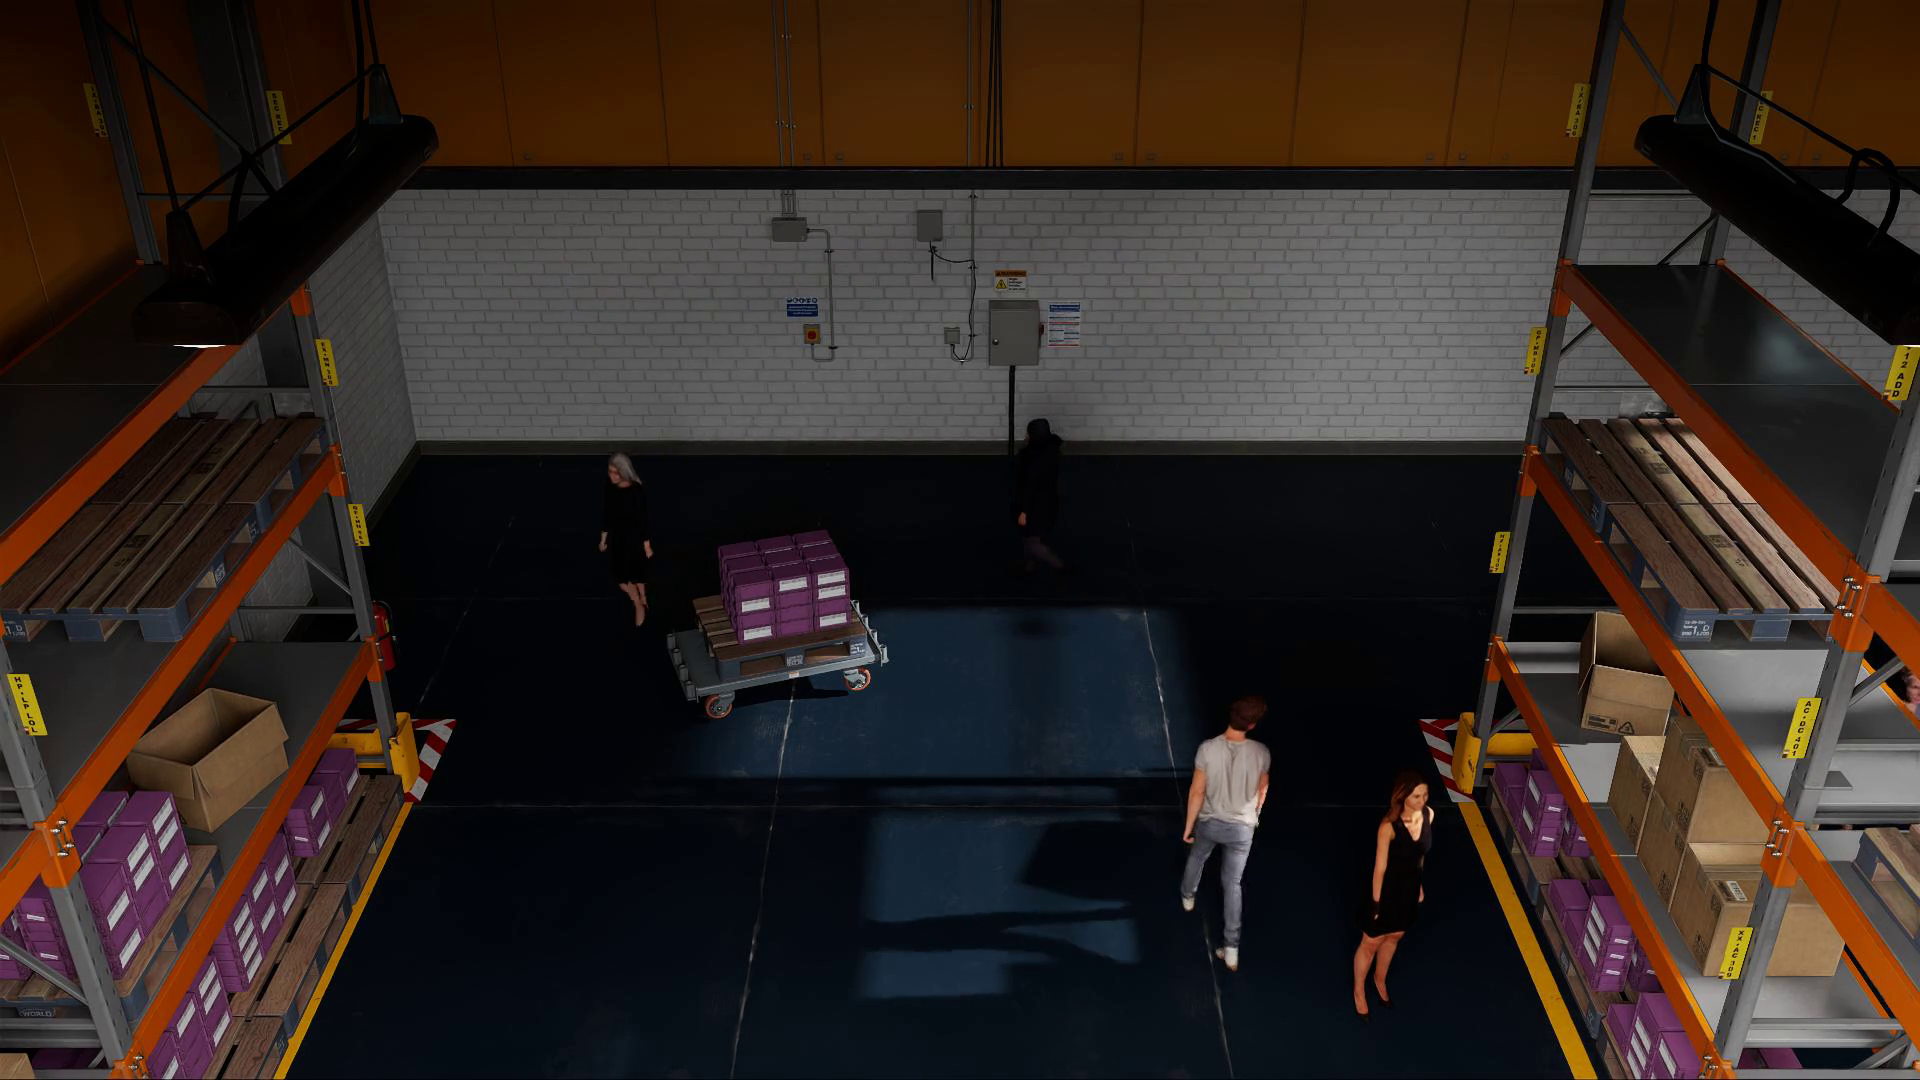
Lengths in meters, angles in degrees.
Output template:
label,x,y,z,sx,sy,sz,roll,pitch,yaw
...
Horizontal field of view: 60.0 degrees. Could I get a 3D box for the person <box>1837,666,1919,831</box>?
label,x,y,z,sx,sy,sz,roll,pitch,yaw
person,6.068,1.531,11.104,0.806,1.851,1.136,-6,29,-11

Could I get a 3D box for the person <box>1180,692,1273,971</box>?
label,x,y,z,sx,sy,sz,roll,pitch,yaw
person,1.708,1.859,10.519,0.745,1.836,1.177,1,29,2

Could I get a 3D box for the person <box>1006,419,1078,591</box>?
label,x,y,z,sx,sy,sz,roll,pitch,yaw
person,0.738,-0.279,14.621,0.894,1.661,0.946,10,30,17

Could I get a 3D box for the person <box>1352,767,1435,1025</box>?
label,x,y,z,sx,sy,sz,roll,pitch,yaw
person,2.609,2.136,10.012,0.668,1.834,0.681,-15,32,-26

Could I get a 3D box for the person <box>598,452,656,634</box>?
label,x,y,z,sx,sy,sz,roll,pitch,yaw
person,-2.717,0.013,14.007,0.868,1.736,0.809,-25,37,-38
